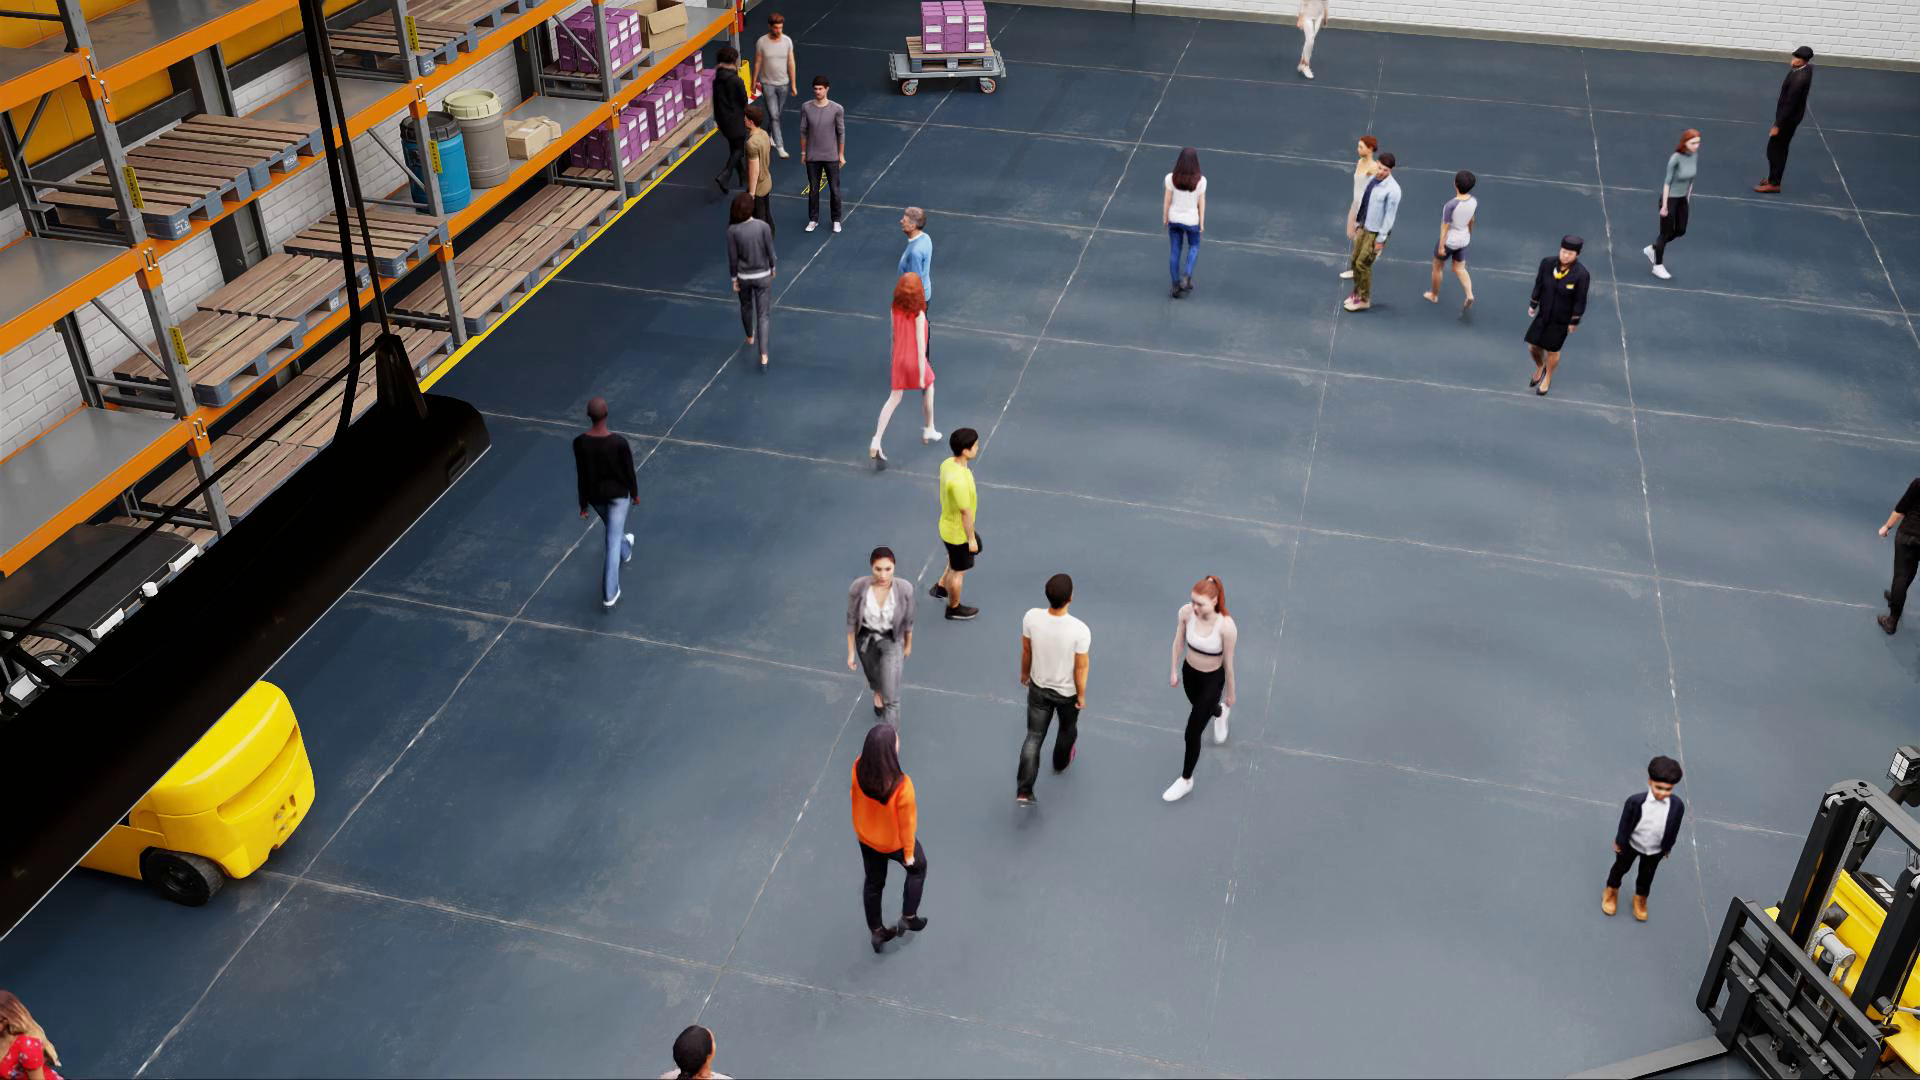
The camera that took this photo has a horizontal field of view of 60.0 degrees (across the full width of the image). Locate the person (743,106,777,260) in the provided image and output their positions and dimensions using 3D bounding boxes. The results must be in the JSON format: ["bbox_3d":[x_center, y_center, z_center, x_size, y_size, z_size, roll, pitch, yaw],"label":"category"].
[{"bbox_3d":[-2.256,-3.968,18.665,0.750,1.852,0.542,4,34,6],"label":"person"}]

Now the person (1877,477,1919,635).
[{"bbox_3d":[7.444,0.023,12.867,0.658,1.623,0.821,2,34,3],"label":"person"}]

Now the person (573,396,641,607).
[{"bbox_3d":[-2.815,-0.282,13.257,0.778,1.699,1.221,2,34,3],"label":"person"}]

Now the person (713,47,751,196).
[{"bbox_3d":[-2.841,-5.129,20.511,0.805,1.742,1.127,20,38,27],"label":"person"}]

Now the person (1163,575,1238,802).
[{"bbox_3d":[1.722,0.920,11.439,0.952,1.711,1.255,22,39,29],"label":"person"}]

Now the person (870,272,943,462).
[{"bbox_3d":[-0.536,-1.517,15.038,0.932,1.784,1.220,24,41,32],"label":"person"}]

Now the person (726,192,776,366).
[{"bbox_3d":[-2.062,-2.595,16.706,0.859,1.733,1.183,-2,34,-4],"label":"person"}]

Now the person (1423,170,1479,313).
[{"bbox_3d":[5.313,-3.169,17.740,0.882,1.545,1.002,-13,36,-18],"label":"person"}]

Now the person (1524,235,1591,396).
[{"bbox_3d":[5.824,-2.200,16.177,0.830,1.662,0.834,28,42,35],"label":"person"}]

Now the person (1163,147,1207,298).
[{"bbox_3d":[2.397,-3.375,17.930,0.622,1.678,0.566,10,35,15],"label":"person"}]

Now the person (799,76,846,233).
[{"bbox_3d":[-1.610,-4.537,19.520,0.711,1.854,0.598,3,34,4],"label":"person"}]

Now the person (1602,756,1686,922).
[{"bbox_3d":[4.316,1.855,10.472,0.496,1.224,0.467,9,35,13],"label":"person"}]

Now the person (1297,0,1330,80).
[{"bbox_3d":[5.105,-7.683,24.398,0.810,1.693,0.870,-18,38,-25],"label":"person"}]

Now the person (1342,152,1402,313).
[{"bbox_3d":[4.450,-3.273,17.676,0.874,1.789,0.756,-4,34,-6],"label":"person"}]

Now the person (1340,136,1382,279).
[{"bbox_3d":[4.555,-3.693,18.454,0.842,1.628,0.814,-10,35,-14],"label":"person"}]

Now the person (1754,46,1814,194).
[{"bbox_3d":[10.239,-5.213,20.542,0.716,1.848,0.885,-21,39,-28],"label":"person"}]

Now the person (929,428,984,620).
[{"bbox_3d":[-0.093,-0.096,12.981,0.822,1.697,0.741,-5,34,-8],"label":"person"}]

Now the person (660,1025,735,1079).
[{"bbox_3d":[-1.233,3.096,8.150,0.717,1.727,1.053,13,36,18],"label":"person"}]

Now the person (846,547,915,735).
[{"bbox_3d":[-0.573,0.726,11.796,0.723,1.637,1.087,3,34,4],"label":"person"}]

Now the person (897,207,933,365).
[{"bbox_3d":[-0.420,-2.428,16.377,0.762,1.820,0.586,1,34,2],"label":"person"}]

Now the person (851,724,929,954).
[{"bbox_3d":[-0.494,1.852,10.014,0.725,1.736,0.750,22,39,29],"label":"person"}]

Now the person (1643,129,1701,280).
[{"bbox_3d":[7.856,-3.758,18.460,0.765,1.729,0.824,-16,37,-22],"label":"person"}]

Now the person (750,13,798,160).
[{"bbox_3d":[-2.430,-5.951,21.668,1.177,1.830,1.313,-11,35,-17],"label":"person"}]

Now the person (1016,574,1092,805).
[{"bbox_3d":[0.595,1.028,11.216,0.718,1.776,1.111,12,36,18],"label":"person"}]
